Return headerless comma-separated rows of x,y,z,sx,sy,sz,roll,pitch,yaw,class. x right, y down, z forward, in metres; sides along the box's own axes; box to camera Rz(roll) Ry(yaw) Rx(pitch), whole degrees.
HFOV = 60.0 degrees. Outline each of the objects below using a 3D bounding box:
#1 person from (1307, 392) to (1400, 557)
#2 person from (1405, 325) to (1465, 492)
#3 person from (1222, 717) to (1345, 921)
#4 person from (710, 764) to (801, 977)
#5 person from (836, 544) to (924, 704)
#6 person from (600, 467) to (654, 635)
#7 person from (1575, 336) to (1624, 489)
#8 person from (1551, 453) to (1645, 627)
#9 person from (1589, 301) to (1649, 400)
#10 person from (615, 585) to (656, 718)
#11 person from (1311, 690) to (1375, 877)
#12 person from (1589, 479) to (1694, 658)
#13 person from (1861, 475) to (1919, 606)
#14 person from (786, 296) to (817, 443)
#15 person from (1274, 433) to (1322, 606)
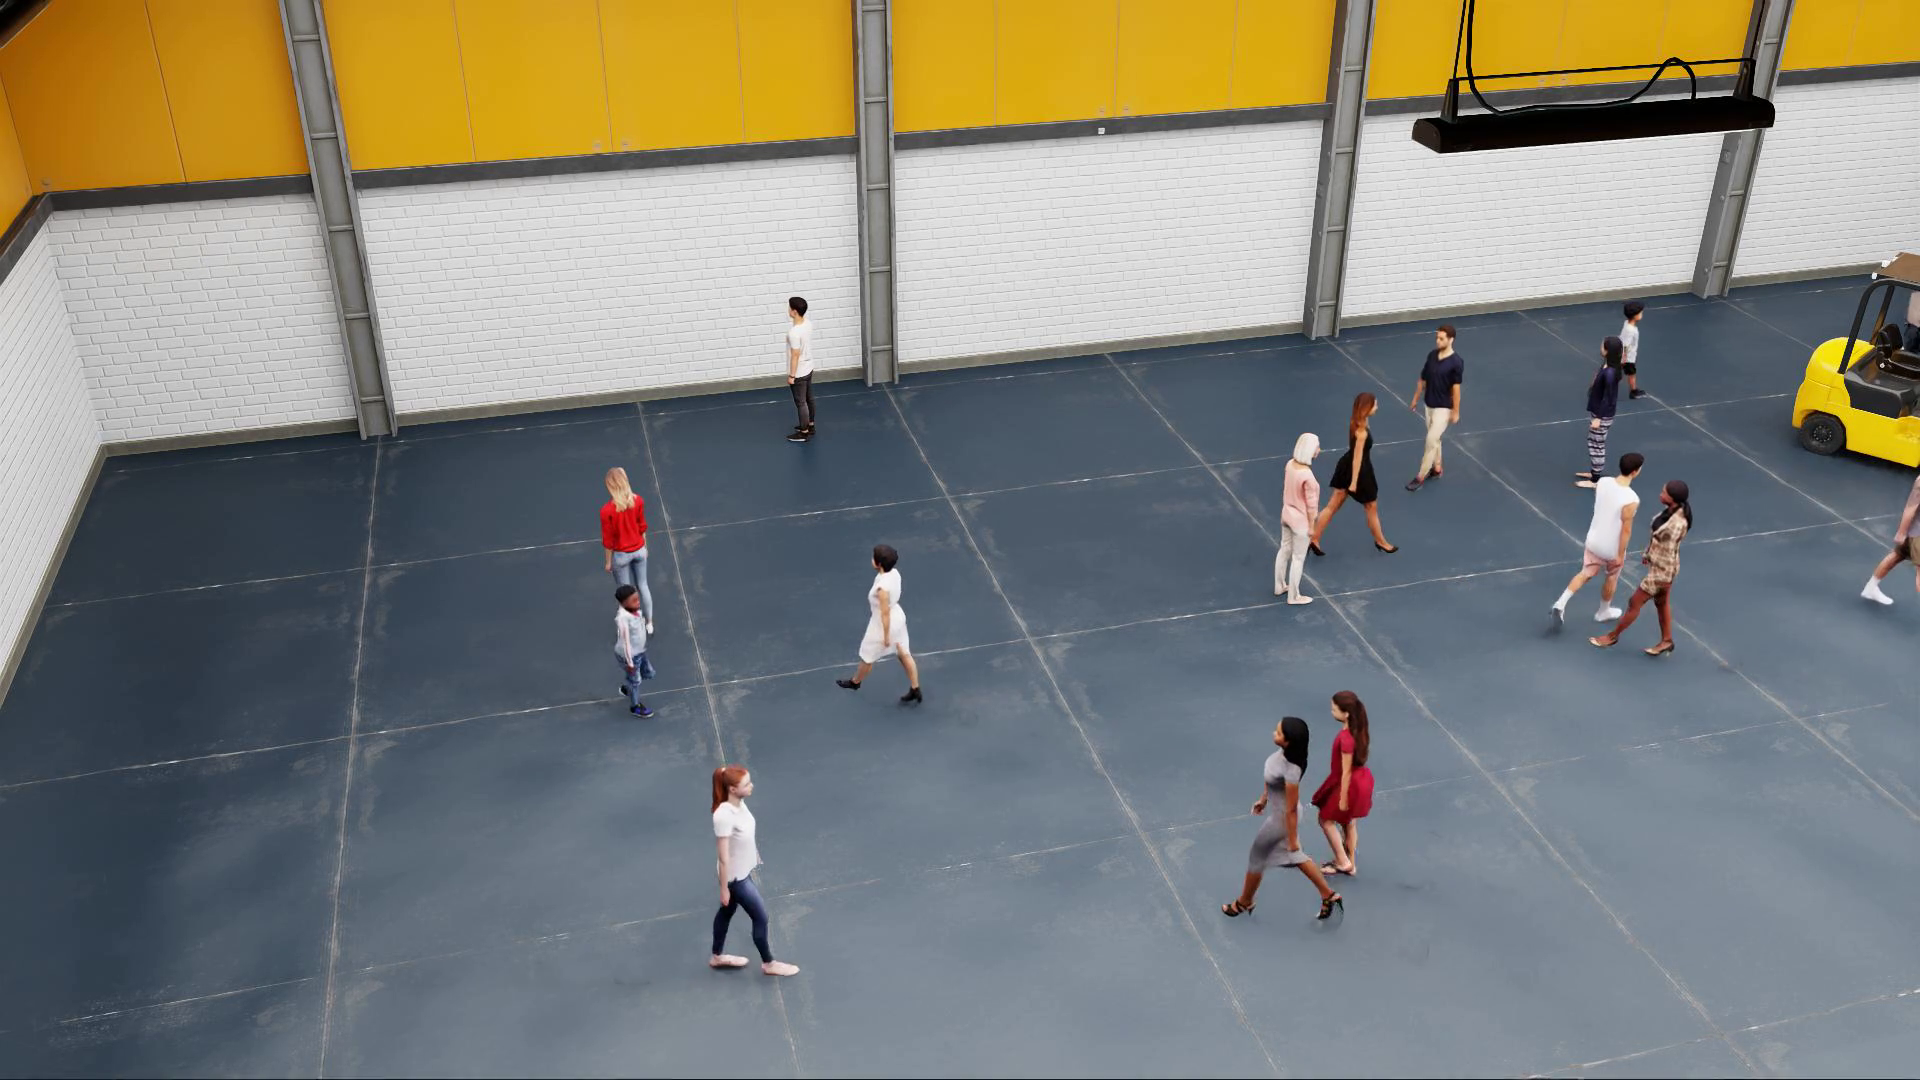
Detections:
3.777,-0.589,16.359,1.204,1.781,0.802,0,29,0,person
5.209,-1.450,17.884,0.997,1.832,0.810,-16,32,-27,person
2.359,1.998,11.653,1.156,1.746,0.935,7,29,12,person
-1.612,2.250,11.224,0.928,1.715,0.722,0,29,-1,person
-0.542,0.759,14.171,1.085,1.510,0.922,9,30,16,person
-3.030,0.128,15.126,0.619,1.702,0.753,-24,37,-37,person
6.908,-1.383,17.865,0.708,1.732,0.674,12,31,21,person
5.852,0.033,15.243,1.108,1.757,0.785,-14,32,-24,person
7.930,-2.266,20.003,0.968,1.235,0.677,2,29,3,person
-2.835,0.929,14.132,0.683,1.249,0.613,9,30,16,person
2.925,1.821,12.203,0.780,1.530,0.720,12,31,21,person
6.310,0.295,14.755,1.054,1.765,0.909,8,30,15,person
8.801,-0.144,15.420,1.128,1.803,1.047,-25,37,-38,person
-1.811,-1.964,18.940,0.712,1.722,0.706,8,30,14,person
3.187,-0.211,15.726,0.555,1.724,0.624,-11,31,-20,person
